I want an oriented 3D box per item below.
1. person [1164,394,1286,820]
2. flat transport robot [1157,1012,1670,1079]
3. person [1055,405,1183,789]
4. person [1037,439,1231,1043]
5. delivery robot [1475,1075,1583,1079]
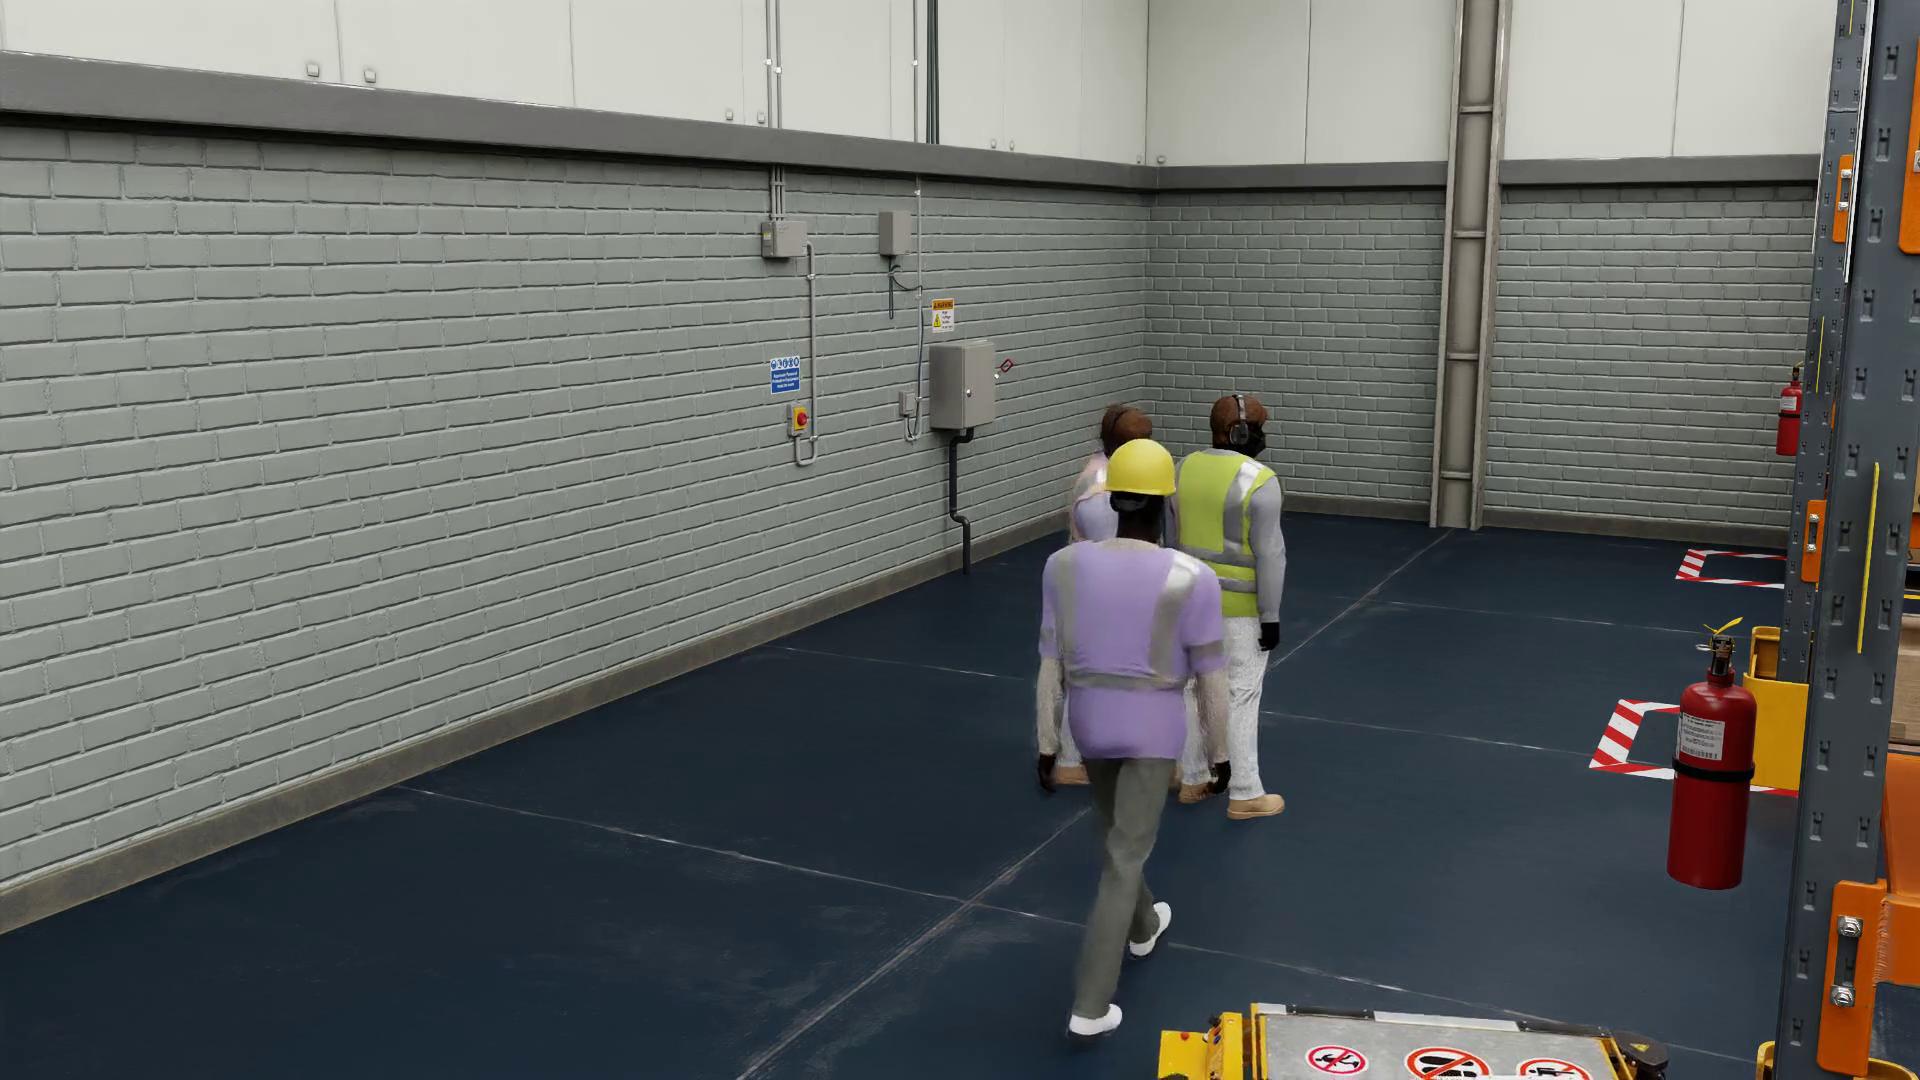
[{"bbox_3d":[1.169,0.284,7.248,0.430,1.841,0.624,-8,13,-37],"label":"person"},{"bbox_3d":[1.266,1.550,4.622,1.431,0.197,0.652,2,11,9],"label":"flat transport robot"},{"bbox_3d":[0.753,0.285,7.402,0.748,1.790,0.696,6,12,28],"label":"person"},{"bbox_3d":[0.567,0.607,5.398,0.608,1.873,1.011,5,12,26],"label":"person"},{"bbox_3d":[1.414,1.504,3.843,0.477,0.478,0.707,0,10,2],"label":"delivery robot"}]
